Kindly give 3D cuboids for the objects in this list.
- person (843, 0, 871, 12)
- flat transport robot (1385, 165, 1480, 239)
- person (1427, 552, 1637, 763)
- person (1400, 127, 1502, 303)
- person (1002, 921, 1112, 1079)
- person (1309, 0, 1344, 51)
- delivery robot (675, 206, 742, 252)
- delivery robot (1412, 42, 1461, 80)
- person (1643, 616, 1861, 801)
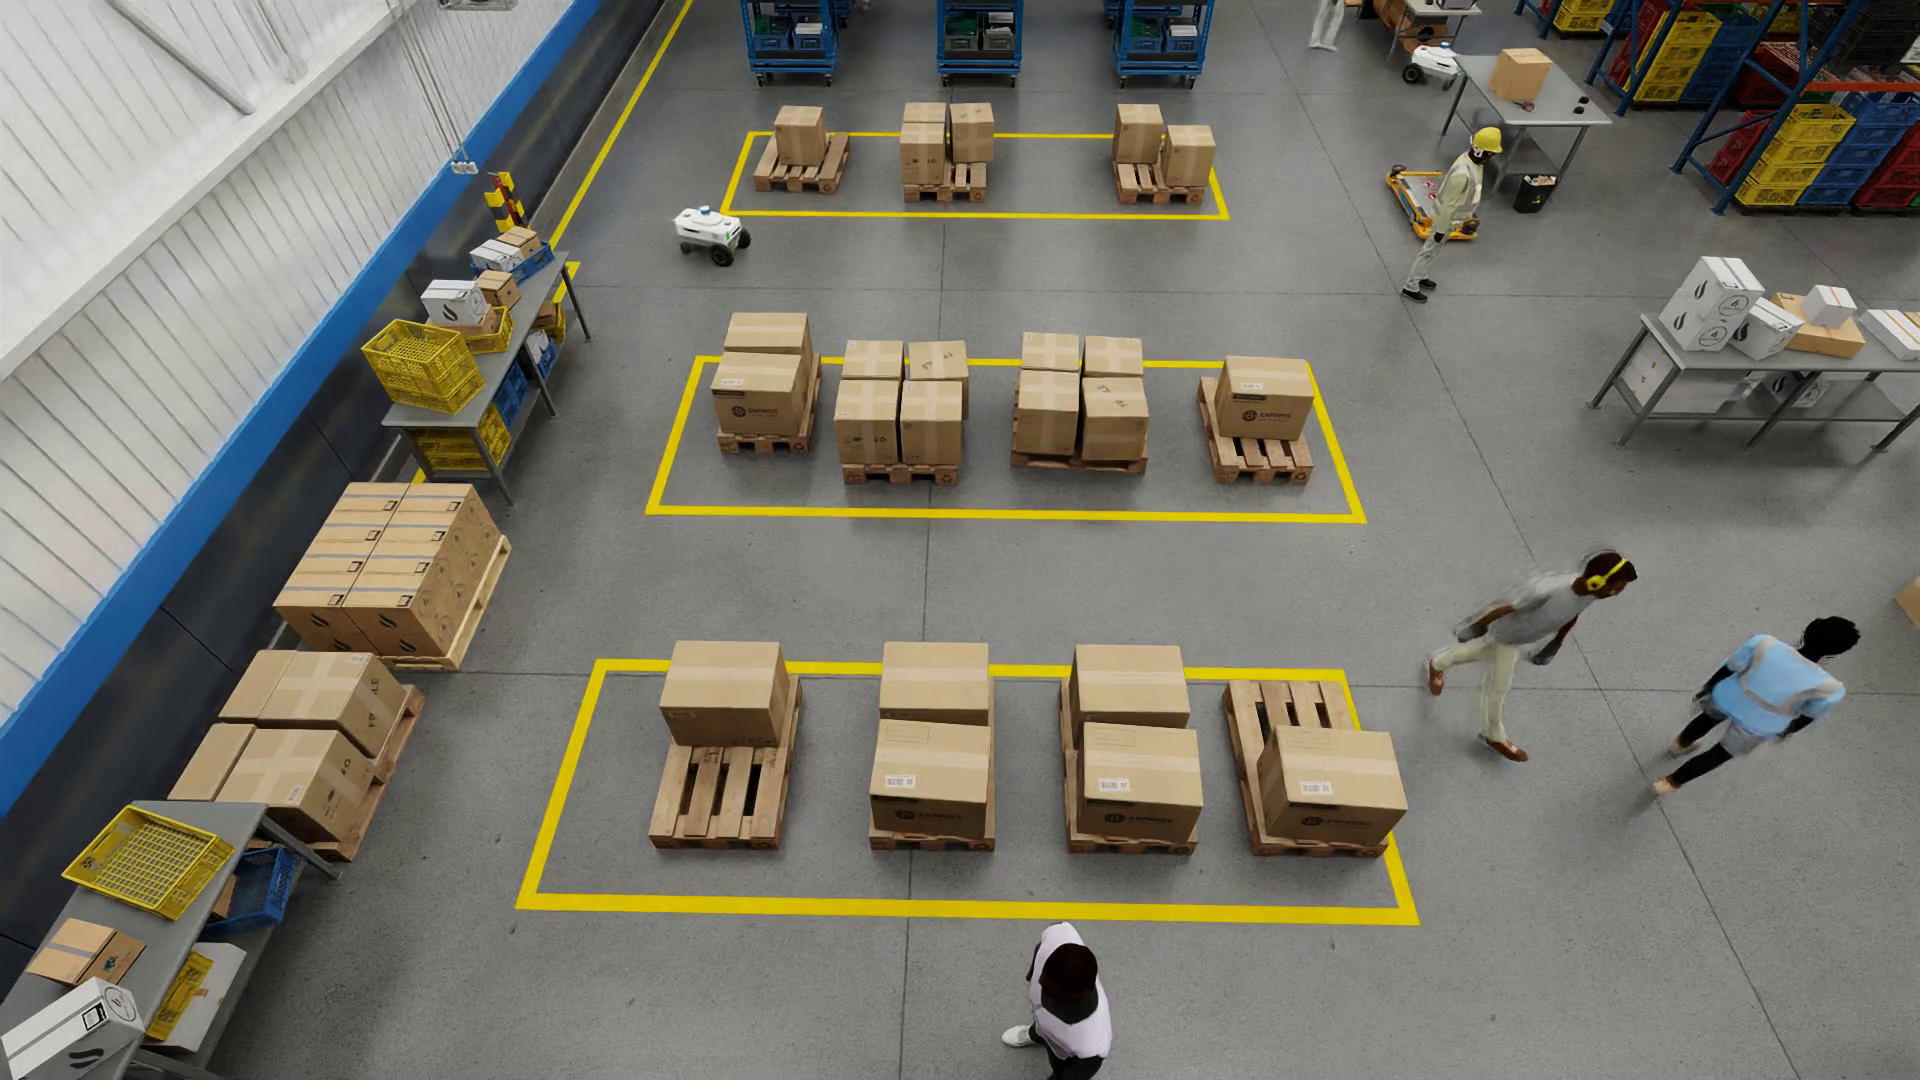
[{"bbox_3d":[-1.697,-9.608,14.707,0.611,1.985,0.394,17,51,15],"label":"person"},{"bbox_3d":[5.692,-4.094,11.059,0.652,0.197,1.431,1,49,1],"label":"flat transport robot"},{"bbox_3d":[3.628,0.674,5.928,0.589,1.799,0.962,-14,50,-11],"label":"person"},{"bbox_3d":[5.010,-3.306,9.358,0.403,1.823,0.595,27,54,21],"label":"person"},{"bbox_3d":[0.485,2.321,4.424,0.392,1.919,0.592,-14,51,-12],"label":"person"},{"bbox_3d":[5.700,-8.228,13.743,0.526,1.620,0.533,-3,49,-3],"label":"person"},{"bbox_3d":[-2.825,-3.514,10.310,0.707,0.478,0.477,15,51,13],"label":"delivery robot"},{"bbox_3d":[6.933,-6.935,13.271,0.707,0.478,0.477,33,57,25],"label":"delivery robot"},{"bbox_3d":[4.843,1.056,5.676,0.747,1.669,0.532,-19,52,-15],"label":"person"}]
